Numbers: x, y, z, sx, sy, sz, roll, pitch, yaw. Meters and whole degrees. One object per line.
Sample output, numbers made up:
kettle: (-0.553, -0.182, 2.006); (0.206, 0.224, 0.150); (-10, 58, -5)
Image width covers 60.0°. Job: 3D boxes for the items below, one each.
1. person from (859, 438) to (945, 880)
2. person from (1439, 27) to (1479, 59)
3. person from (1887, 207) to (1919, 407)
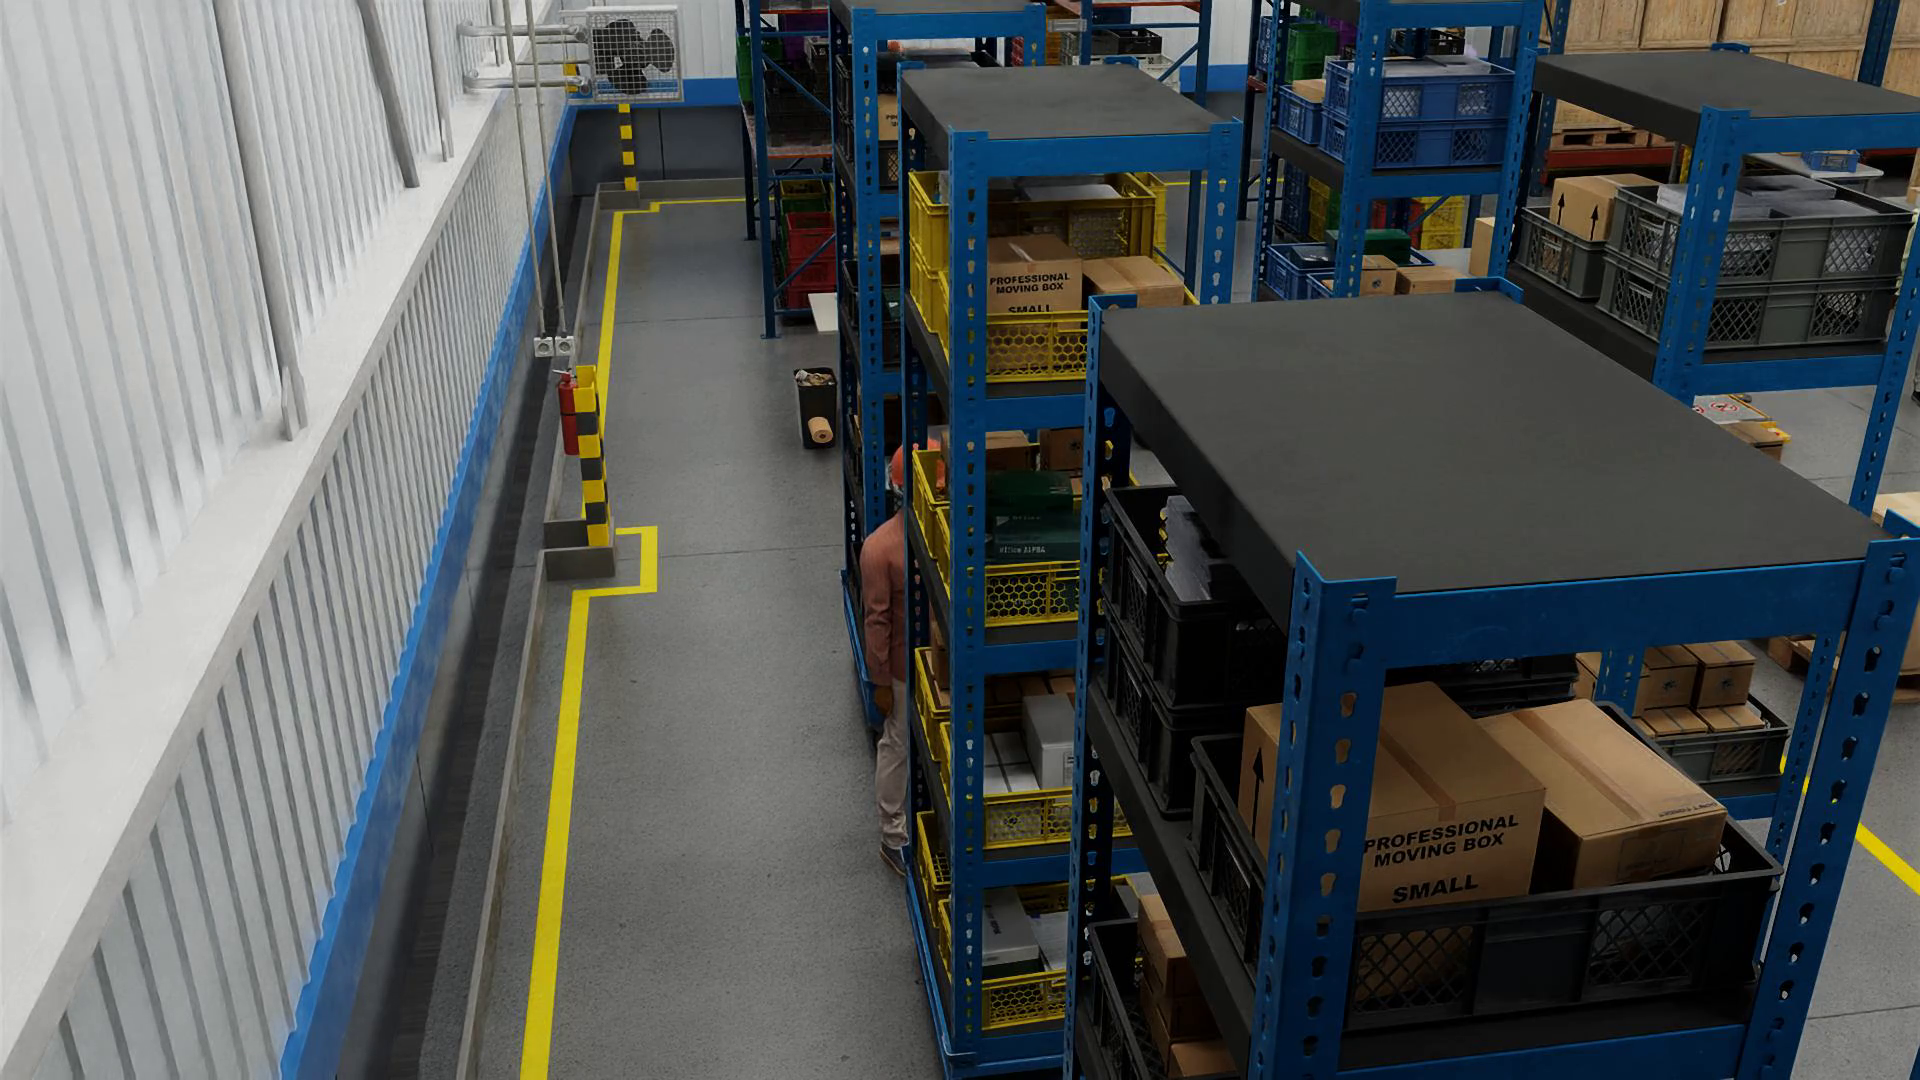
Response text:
person: (-0.165, 0.500, 7.130); (0.373, 1.997, 0.618); (19, 31, 35)
person: (5.667, -5.061, 19.300); (0.374, 1.933, 0.625); (-17, 29, -32)
person: (7.315, -1.891, 12.521); (0.590, 1.833, 0.403); (5, 25, 11)
